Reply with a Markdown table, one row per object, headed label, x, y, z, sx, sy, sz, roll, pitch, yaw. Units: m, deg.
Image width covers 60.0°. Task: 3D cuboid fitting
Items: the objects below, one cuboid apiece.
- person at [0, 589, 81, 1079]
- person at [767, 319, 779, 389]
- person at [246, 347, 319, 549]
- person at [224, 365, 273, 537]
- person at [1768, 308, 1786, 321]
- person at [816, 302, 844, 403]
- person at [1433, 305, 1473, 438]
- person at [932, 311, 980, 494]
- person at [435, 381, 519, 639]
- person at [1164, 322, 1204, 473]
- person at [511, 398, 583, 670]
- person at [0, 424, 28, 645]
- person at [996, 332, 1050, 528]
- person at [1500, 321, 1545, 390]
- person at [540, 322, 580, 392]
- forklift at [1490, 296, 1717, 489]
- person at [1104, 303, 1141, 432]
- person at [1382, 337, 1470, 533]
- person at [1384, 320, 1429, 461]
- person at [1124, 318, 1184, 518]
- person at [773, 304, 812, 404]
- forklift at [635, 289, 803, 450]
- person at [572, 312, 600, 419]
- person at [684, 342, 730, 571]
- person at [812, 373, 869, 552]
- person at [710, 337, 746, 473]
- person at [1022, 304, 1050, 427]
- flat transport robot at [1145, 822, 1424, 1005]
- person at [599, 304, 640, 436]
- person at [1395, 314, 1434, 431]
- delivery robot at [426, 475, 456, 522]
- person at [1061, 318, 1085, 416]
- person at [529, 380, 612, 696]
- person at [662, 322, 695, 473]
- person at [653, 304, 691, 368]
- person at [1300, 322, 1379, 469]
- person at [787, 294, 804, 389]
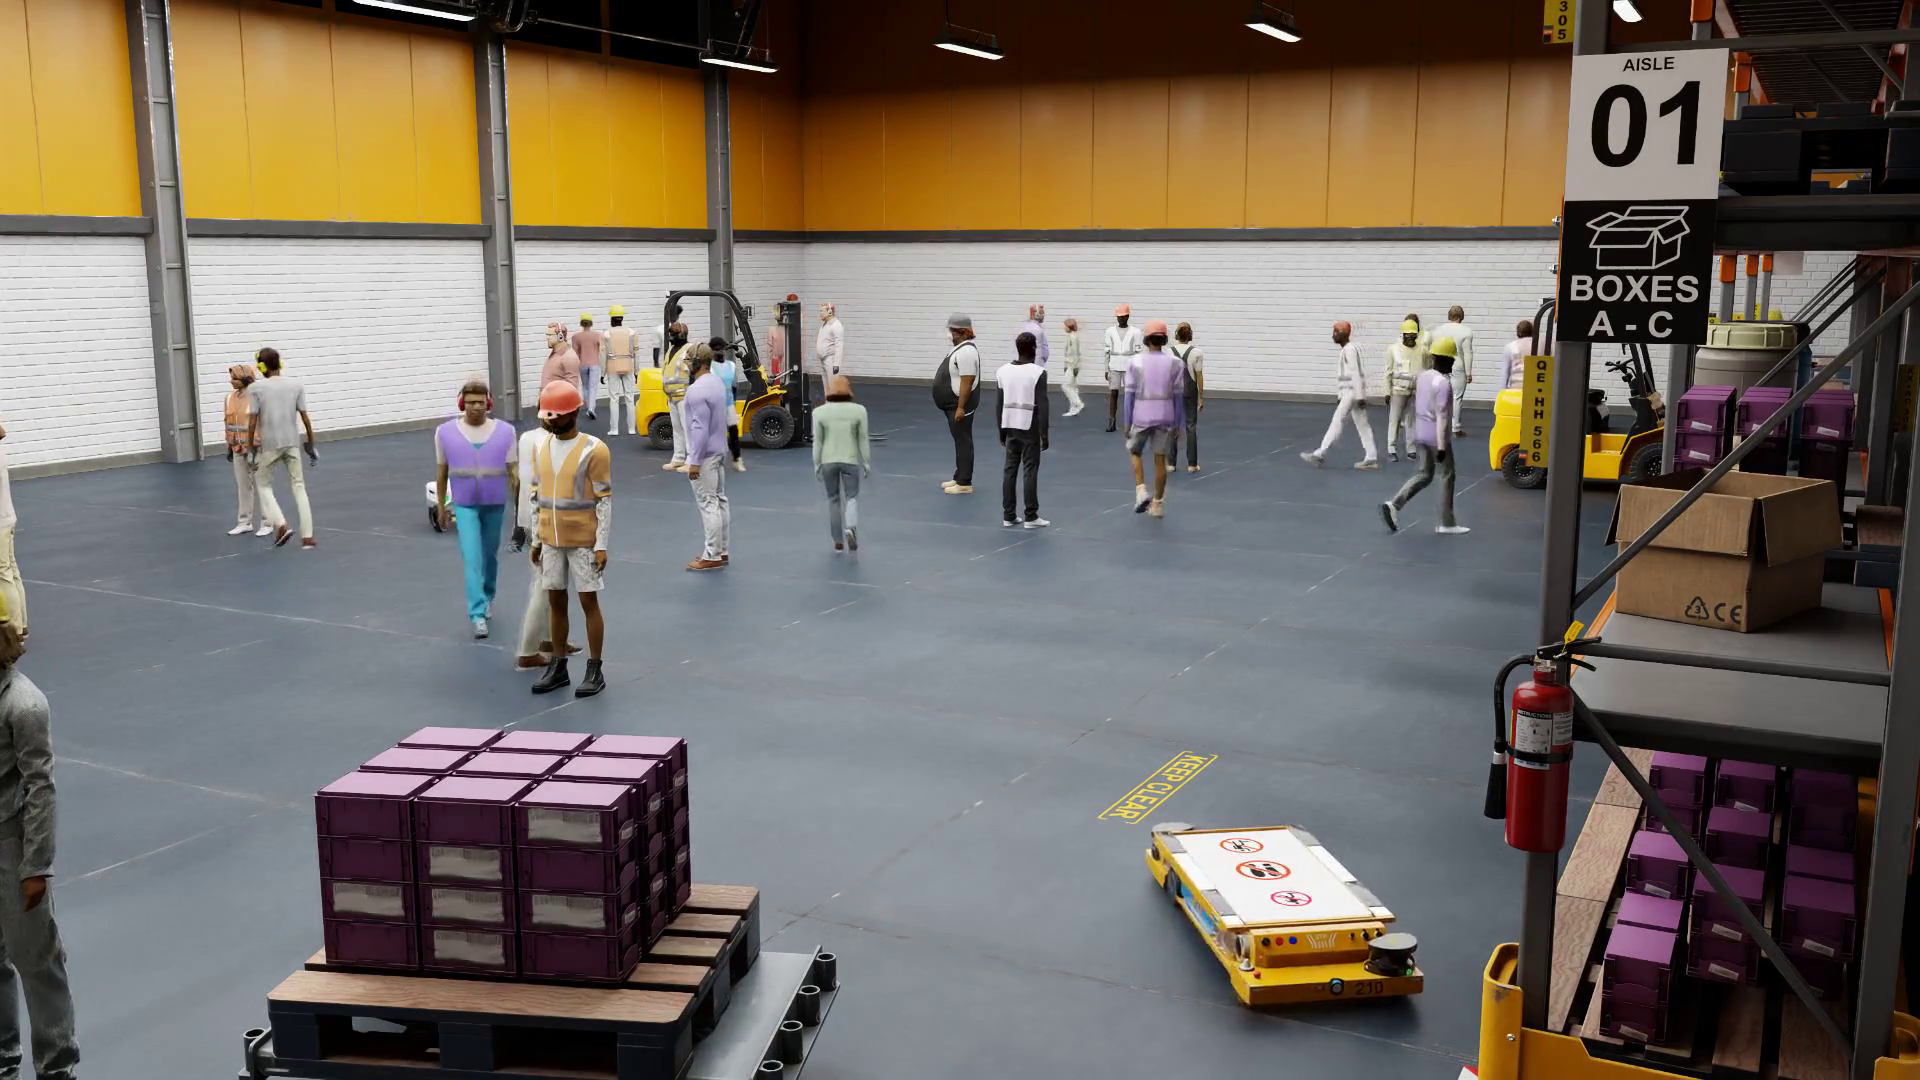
| label | x | y | z | sx | sy | sz | roll | pitch | yaw |
| --- | --- | --- | --- | --- | --- | --- | --- | --- | --- |
| person | -2.949 | 0.957 | 5.049 | 0.487 | 1.746 | 0.287 | 4 | 10 | 20 |
| person | -3.046 | -3.096 | 28.453 | 0.533 | 1.765 | 0.329 | 0 | 10 | 3 |
| person | -6.155 | -0.824 | 15.095 | 0.648 | 1.835 | 0.514 | -8 | 13 | -38 |
| person | -6.756 | -0.848 | 15.814 | 0.515 | 1.636 | 0.315 | 4 | 10 | 20 |
| person | 12.617 | -2.695 | 25.942 | 0.403 | 1.830 | 0.601 | 1 | 10 | 6 |
| person | -2.085 | -2.815 | 26.419 | 0.403 | 1.906 | 0.651 | -5 | 11 | -25 |
| person | 7.200 | -2.463 | 24.331 | 0.371 | 1.933 | 0.632 | -8 | 13 | -40 |
| person | -0.043 | -1.544 | 18.670 | 0.538 | 2.000 | 0.683 | -1 | 10 | -4 |
| person | -3.451 | -0.254 | 11.948 | 0.571 | 1.791 | 0.992 | -4 | 11 | -22 |
| person | 2.730 | -1.740 | 20.370 | 0.505 | 1.847 | 0.346 | 3 | 10 | 16 |
| person | -2.633 | -0.078 | 10.804 | 0.683 | 1.829 | 0.550 | -9 | 13 | -41 |
| person | -6.603 | -0.079 | 11.365 | 0.266 | 1.631 | 0.507 | -3 | 10 | -19 |
| person | 0.610 | -1.075 | 16.308 | 0.590 | 1.918 | 0.386 | 8 | 12 | 38 |
| person | 7.538 | -2.026 | 22.227 | 0.631 | 1.782 | 0.915 | 0 | 10 | -1 |
| person | -4.523 | -1.496 | 18.781 | 0.410 | 1.909 | 0.643 | -7 | 12 | -34 |
| forklift | 7.296 | -1.677 | 18.993 | 2.313 | 2.155 | 1.214 | 5 | 11 | 27 |
| person | 2.432 | -2.578 | 24.953 | 0.547 | 1.938 | 0.359 | 2 | 10 | 12 |
| person | 4.489 | -0.992 | 15.888 | 0.774 | 1.901 | 0.594 | -2 | 10 | -13 |
| person | 5.774 | -1.927 | 21.487 | 0.600 | 1.832 | 0.404 | -1 | 10 | -9 |
| person | 1.955 | -1.227 | 16.867 | 0.612 | 2.032 | 0.430 | -1 | 10 | -4 |
| person | -2.803 | -2.964 | 27.418 | 0.547 | 1.871 | 0.663 | -4 | 10 | -20 |
| forklift | -3.358 | -2.392 | 23.136 | 2.313 | 2.155 | 1.214 | -1 | 10 | -5 |
| person | -6.037 | -2.837 | 27.034 | 0.527 | 1.731 | 0.861 | 0 | 10 | 0 |
| person | -2.153 | -0.701 | 14.084 | 0.371 | 1.939 | 0.629 | 2 | 10 | 9 |
| person | -1.063 | -0.671 | 14.815 | 0.511 | 1.612 | 0.458 | -1 | 10 | -5 |
| person | -2.898 | -1.628 | 20.222 | 0.549 | 1.667 | 0.486 | -7 | 12 | -36 |
| person | 1.180 | -2.696 | 25.733 | 0.404 | 1.905 | 0.651 | -2 | 10 | -13 |
| flat transport robot | 1.233 | 1.427 | 6.588 | 0.652 | 0.197 | 1.431 | -1 | 10 | -8 |
| person | -5.011 | -2.493 | 24.480 | 0.594 | 1.929 | 0.352 | -4 | 11 | -24 |
| person | 6.885 | -2.534 | 25.214 | 0.633 | 1.762 | 1.015 | 8 | 12 | 37 |
| delivery robot | -4.974 | -0.439 | 16.298 | 0.477 | 0.478 | 0.707 | -6 | 12 | -33 |
| person | 1.824 | -2.829 | 27.299 | 0.368 | 1.622 | 0.518 | 1 | 10 | 3 |
| person | -2.380 | -0.006 | 10.093 | 0.543 | 1.928 | 0.373 | 3 | 10 | 19 |
| person | -3.440 | -1.753 | 20.452 | 0.430 | 1.845 | 0.619 | -8 | 12 | -38 |
| person | -4.376 | -2.635 | 25.342 | 0.612 | 1.915 | 0.649 | -3 | 10 | -18 |
| person | 4.778 | -1.800 | 20.755 | 1.034 | 1.824 | 0.603 | 3 | 10 | 14 |
| person | -3.270 | -3.879 | 32.644 | 0.355 | 1.884 | 0.576 | 4 | 11 | 22 |
